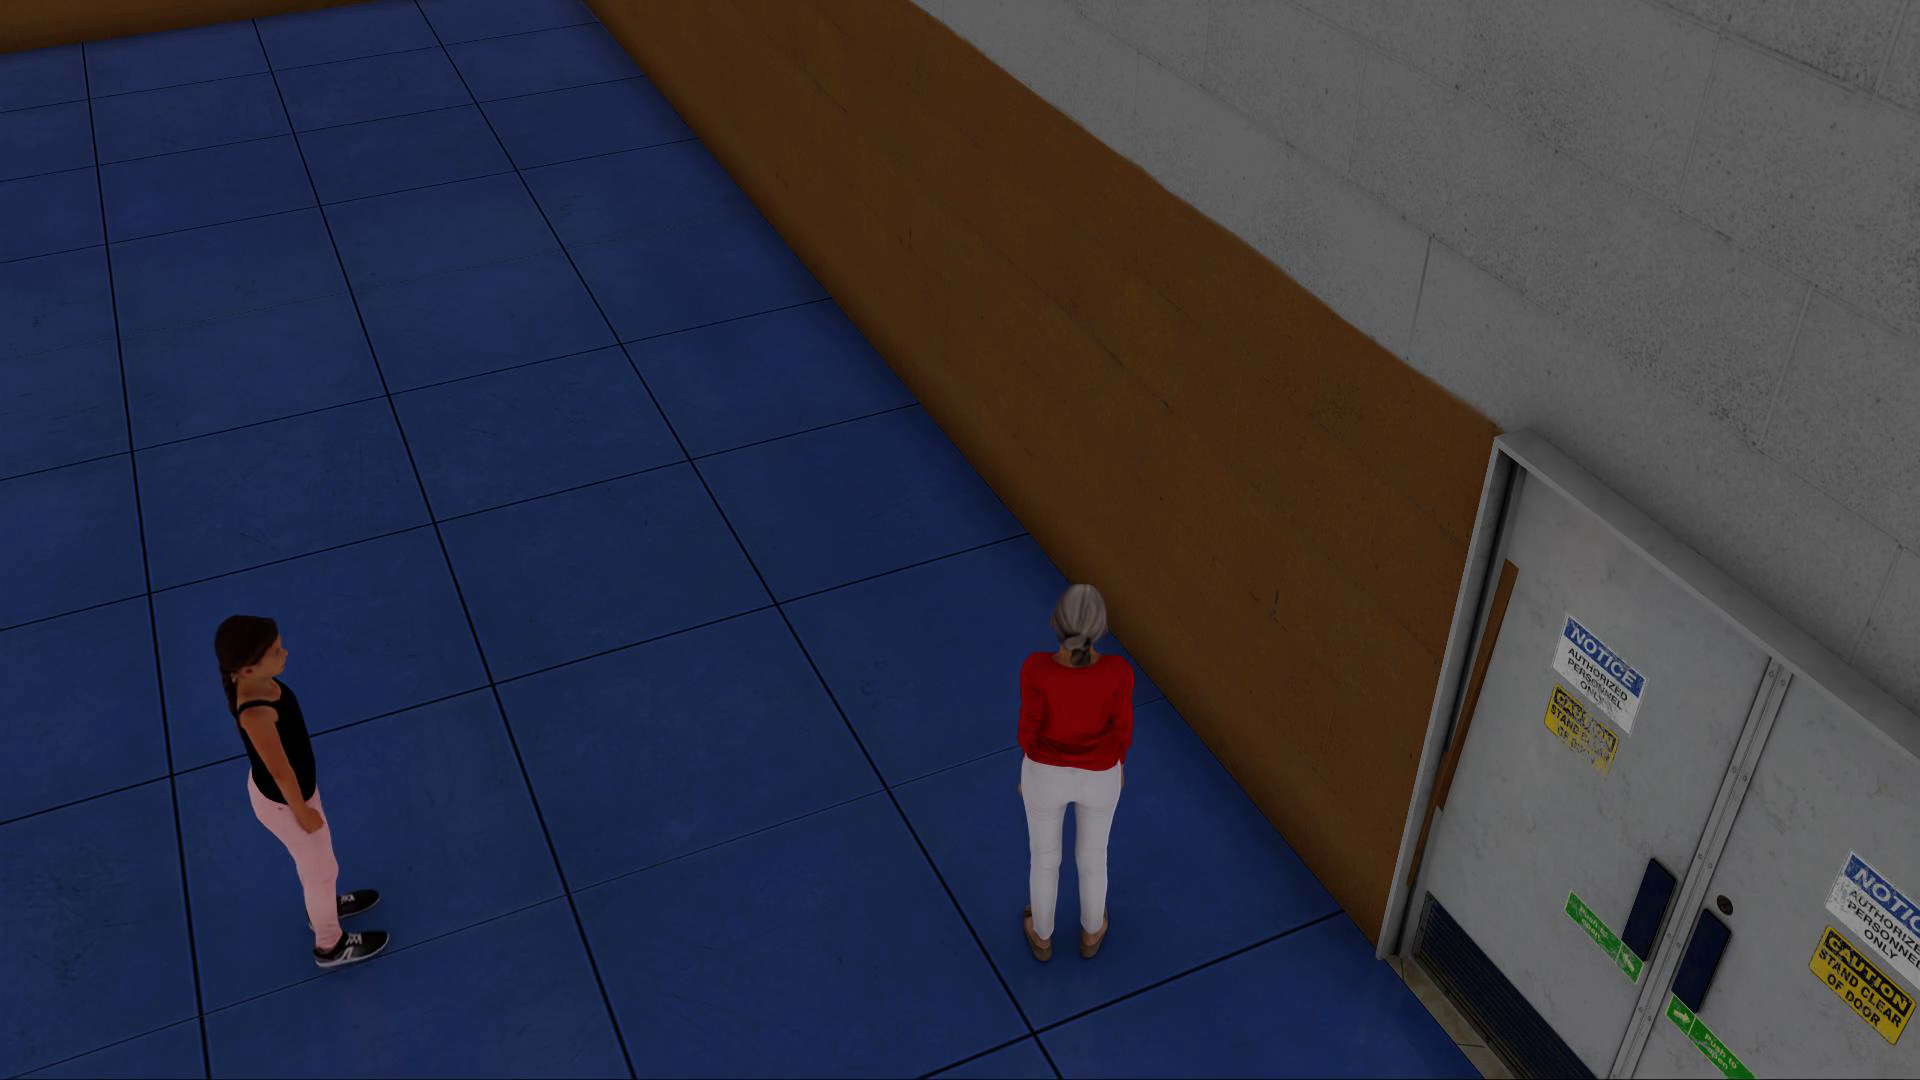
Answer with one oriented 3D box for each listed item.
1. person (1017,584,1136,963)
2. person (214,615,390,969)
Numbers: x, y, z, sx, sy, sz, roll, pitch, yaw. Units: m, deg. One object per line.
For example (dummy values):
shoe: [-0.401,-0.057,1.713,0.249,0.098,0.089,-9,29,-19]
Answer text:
person: [0.385,0.822,5.714,0.598,1.694,0.691,0,37,0]
person: [-2.325,0.874,5.756,0.522,1.562,0.526,-18,40,-22]
